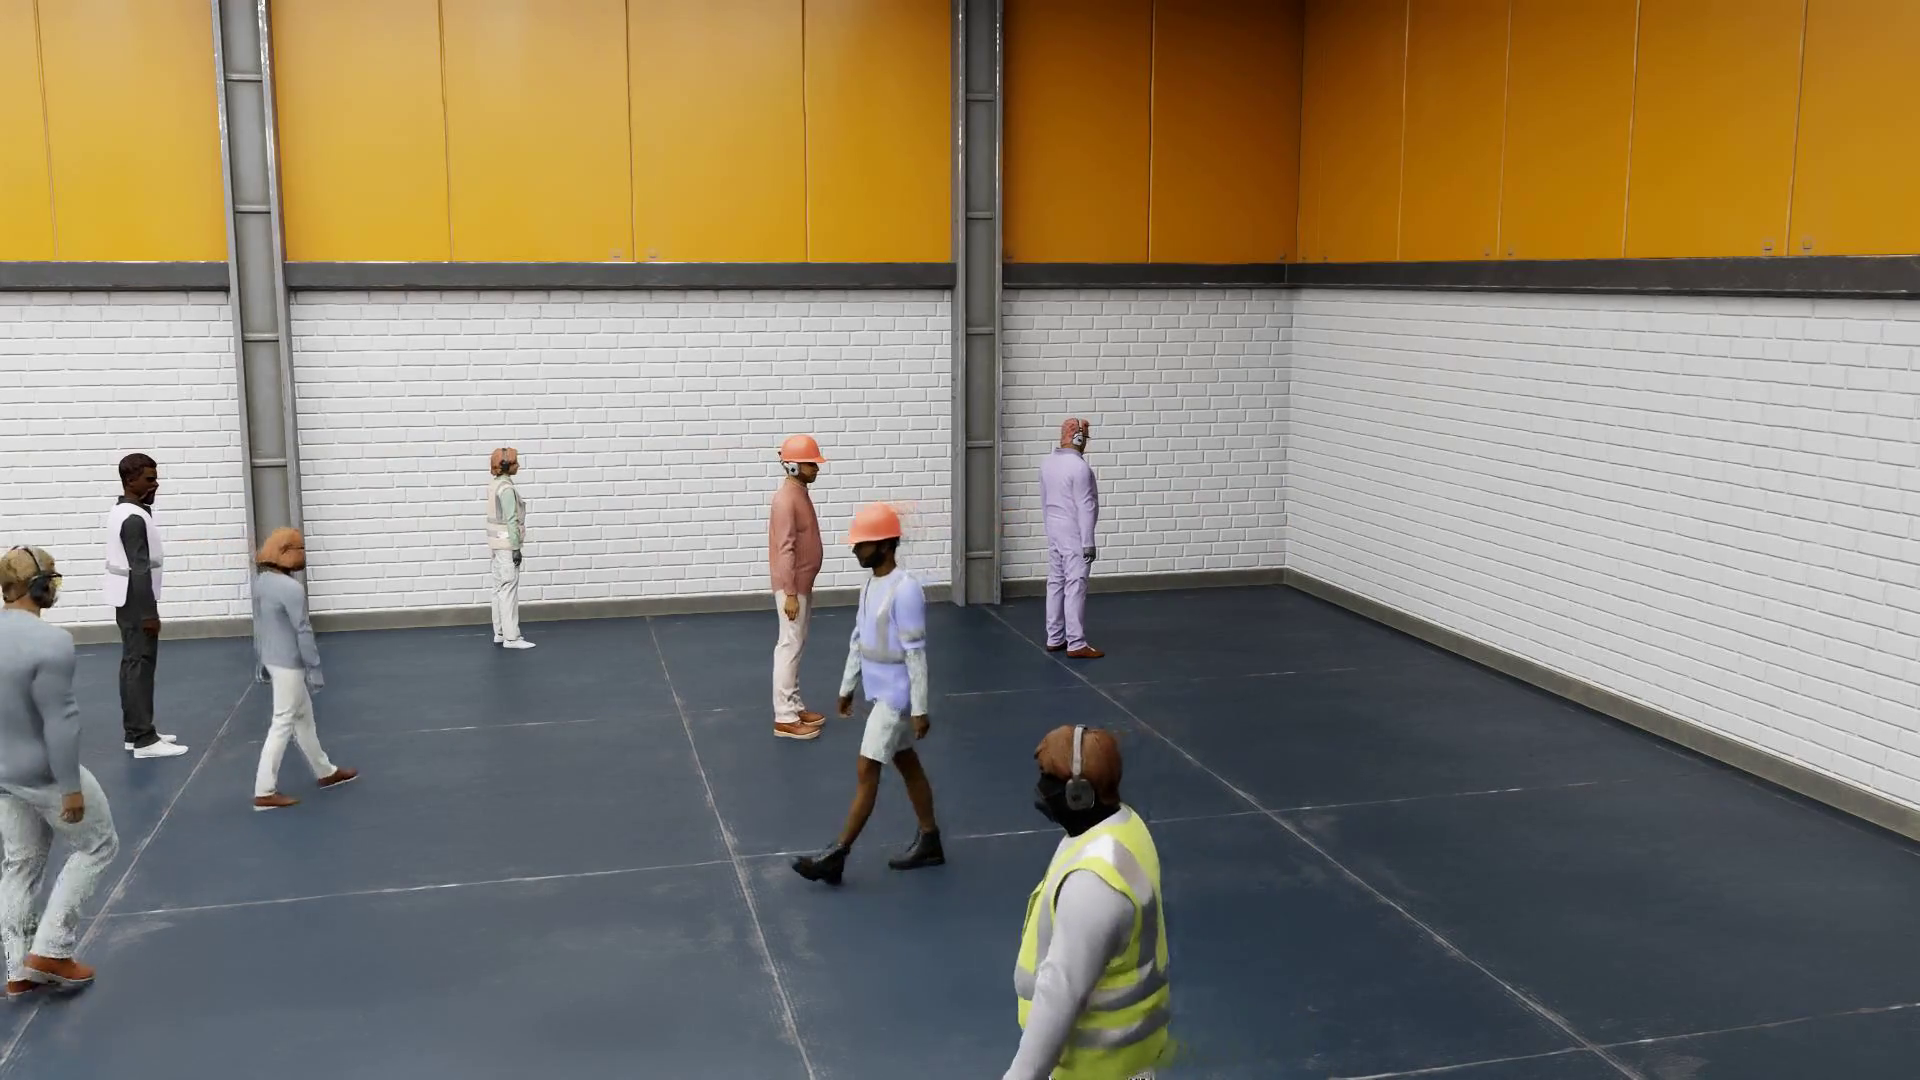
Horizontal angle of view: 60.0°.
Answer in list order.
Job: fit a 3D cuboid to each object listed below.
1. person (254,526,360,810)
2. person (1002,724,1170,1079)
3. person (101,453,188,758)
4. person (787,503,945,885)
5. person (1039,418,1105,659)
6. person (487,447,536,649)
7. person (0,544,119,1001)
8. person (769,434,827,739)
[{"bbox_3d":[-3.821,0.714,9.571,0.603,1.615,0.528,-8,12,-42],"label":"person"},{"bbox_3d":[0.286,1.401,4.645,0.946,1.789,0.641,1,9,6],"label":"person"},{"bbox_3d":[-5.180,0.410,10.477,0.397,1.915,0.587,-6,11,-33],"label":"person"},{"bbox_3d":[-0.477,0.766,8.304,0.935,1.893,0.576,-4,10,-21],"label":"person"},{"bbox_3d":[0.899,-0.018,13.191,0.407,1.903,0.639,-5,10,-27],"label":"person"},{"bbox_3d":[-3.671,0.065,13.483,0.308,1.641,0.516,-5,11,-30],"label":"person"},{"bbox_3d":[-3.850,0.972,6.948,0.653,1.917,0.461,5,10,28],"label":"person"},{"bbox_3d":[-1.060,0.294,10.951,0.397,1.992,0.621,1,9,4],"label":"person"}]
